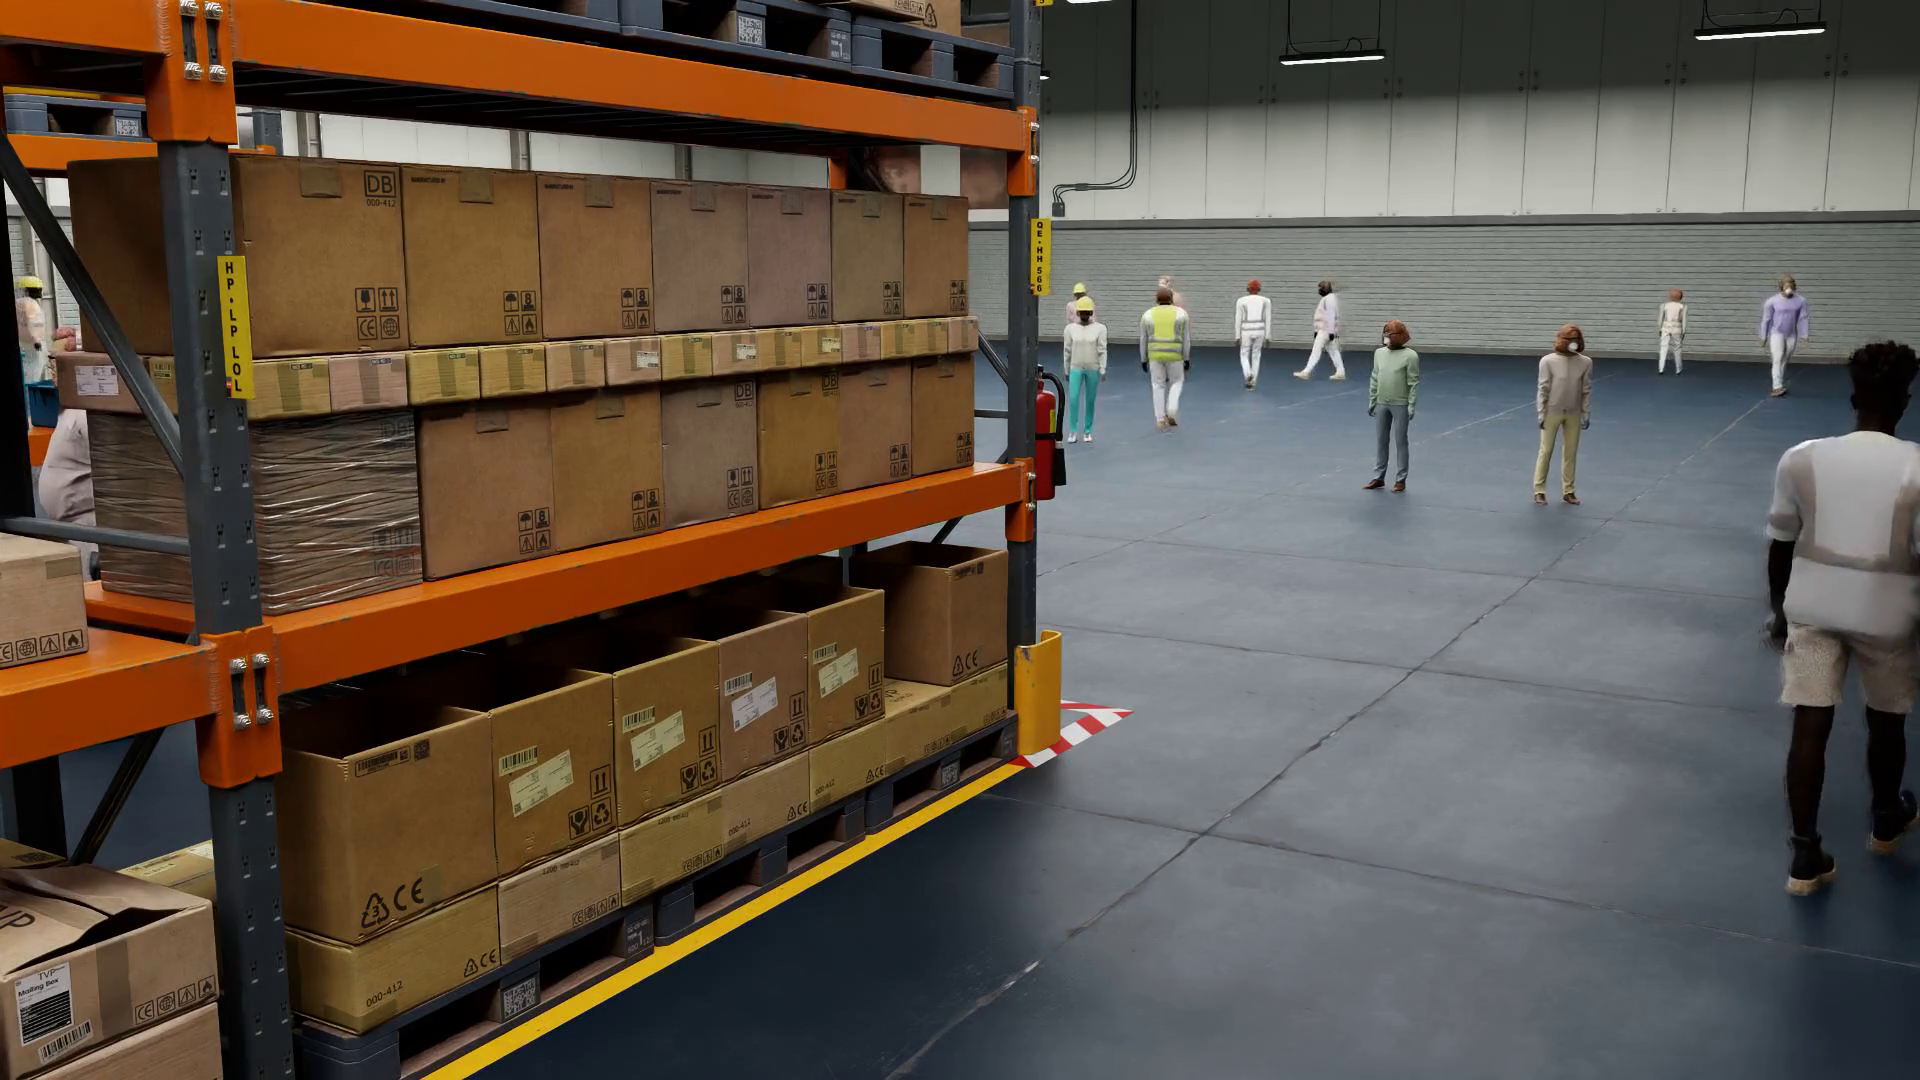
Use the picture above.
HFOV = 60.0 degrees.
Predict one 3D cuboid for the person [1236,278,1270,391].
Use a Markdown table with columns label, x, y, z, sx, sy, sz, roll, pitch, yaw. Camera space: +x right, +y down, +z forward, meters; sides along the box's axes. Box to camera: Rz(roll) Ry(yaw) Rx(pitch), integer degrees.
| label | x | y | z | sx | sy | sz | roll | pitch | yaw |
| --- | --- | --- | --- | --- | --- | --- | --- | --- | --- |
| person | 4.837 | -3.380 | 27.432 | 0.580 | 1.868 | 0.511 | 0 | 10 | 1 |

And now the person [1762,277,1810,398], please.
| label | x | y | z | sx | sy | sz | roll | pitch | yaw |
| --- | --- | --- | --- | --- | --- | --- | --- | --- | --- |
| person | 13.069 | -3.199 | 26.322 | 0.643 | 1.881 | 1.003 | 1 | 10 | 6 |

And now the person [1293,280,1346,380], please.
| label | x | y | z | sx | sy | sz | roll | pitch | yaw |
| --- | --- | --- | --- | --- | --- | --- | --- | --- | --- |
| person | 6.534 | -3.766 | 29.917 | 0.952 | 1.790 | 0.649 | 1 | 10 | 8 |

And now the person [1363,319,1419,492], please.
| label | x | y | z | sx | sy | sz | roll | pitch | yaw |
| --- | --- | --- | --- | --- | --- | --- | --- | --- | --- |
| person | 4.098 | -1.271 | 15.768 | 0.282 | 1.633 | 0.498 | -9 | 13 | -41 |

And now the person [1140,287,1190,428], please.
| label | x | y | z | sx | sy | sz | roll | pitch | yaw |
| --- | --- | --- | --- | --- | --- | --- | --- | --- | --- |
| person | 2.655 | -2.357 | 21.557 | 0.660 | 1.828 | 0.451 | 2 | 10 | 13 |

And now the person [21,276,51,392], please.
| label | x | y | z | sx | sy | sz | roll | pitch | yaw |
| --- | --- | --- | --- | --- | --- | --- | --- | --- | --- |
| person | -14.465 | -3.158 | 25.986 | 0.453 | 1.917 | 0.586 | -3 | 10 | -19 |

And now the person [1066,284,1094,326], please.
| label | x | y | z | sx | sy | sz | roll | pitch | yaw |
| --- | --- | --- | --- | --- | --- | --- | --- | --- | --- |
| person | 2.214 | -3.854 | 30.628 | 0.523 | 1.726 | 0.898 | 1 | 10 | 7 |

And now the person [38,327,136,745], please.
| label | x | y | z | sx | sy | sz | roll | pitch | yaw |
| --- | --- | --- | --- | --- | --- | --- | --- | --- | --- |
| person | -3.995 | -0.022 | 7.663 | 0.409 | 1.907 | 0.651 | -6 | 11 | -32 |

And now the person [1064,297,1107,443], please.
| label | x | y | z | sx | sy | sz | roll | pitch | yaw |
| --- | --- | --- | --- | --- | --- | --- | --- | --- | --- |
| person | 1.484 | -2.003 | 19.759 | 0.526 | 1.732 | 0.832 | 1 | 10 | 7 |

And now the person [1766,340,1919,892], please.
| label | x | y | z | sx | sy | sz | roll | pitch | yaw |
| --- | --- | --- | --- | --- | --- | --- | --- | --- | --- |
| person | 3.255 | 0.251 | 5.990 | 0.631 | 1.923 | 0.941 | 8 | 13 | 40 |

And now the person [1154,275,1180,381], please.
| label | x | y | z | sx | sy | sz | roll | pitch | yaw |
| --- | --- | --- | --- | --- | --- | --- | --- | --- | --- |
| person | 3.655 | -3.753 | 29.543 | 0.485 | 1.892 | 0.667 | -5 | 11 | -27 |

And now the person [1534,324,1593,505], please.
| label | x | y | z | sx | sy | sz | roll | pitch | yaw |
| --- | --- | --- | --- | --- | --- | --- | --- | --- | --- |
| person | 5.407 | -1.115 | 14.902 | 0.499 | 1.626 | 0.305 | -1 | 10 | -3 |

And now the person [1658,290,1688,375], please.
| label | x | y | z | sx | sy | sz | roll | pitch | yaw |
| --- | --- | --- | --- | --- | --- | --- | --- | --- | --- |
| person | 13.415 | -3.907 | 31.330 | 0.526 | 1.593 | 0.876 | 7 | 12 | 35 |
